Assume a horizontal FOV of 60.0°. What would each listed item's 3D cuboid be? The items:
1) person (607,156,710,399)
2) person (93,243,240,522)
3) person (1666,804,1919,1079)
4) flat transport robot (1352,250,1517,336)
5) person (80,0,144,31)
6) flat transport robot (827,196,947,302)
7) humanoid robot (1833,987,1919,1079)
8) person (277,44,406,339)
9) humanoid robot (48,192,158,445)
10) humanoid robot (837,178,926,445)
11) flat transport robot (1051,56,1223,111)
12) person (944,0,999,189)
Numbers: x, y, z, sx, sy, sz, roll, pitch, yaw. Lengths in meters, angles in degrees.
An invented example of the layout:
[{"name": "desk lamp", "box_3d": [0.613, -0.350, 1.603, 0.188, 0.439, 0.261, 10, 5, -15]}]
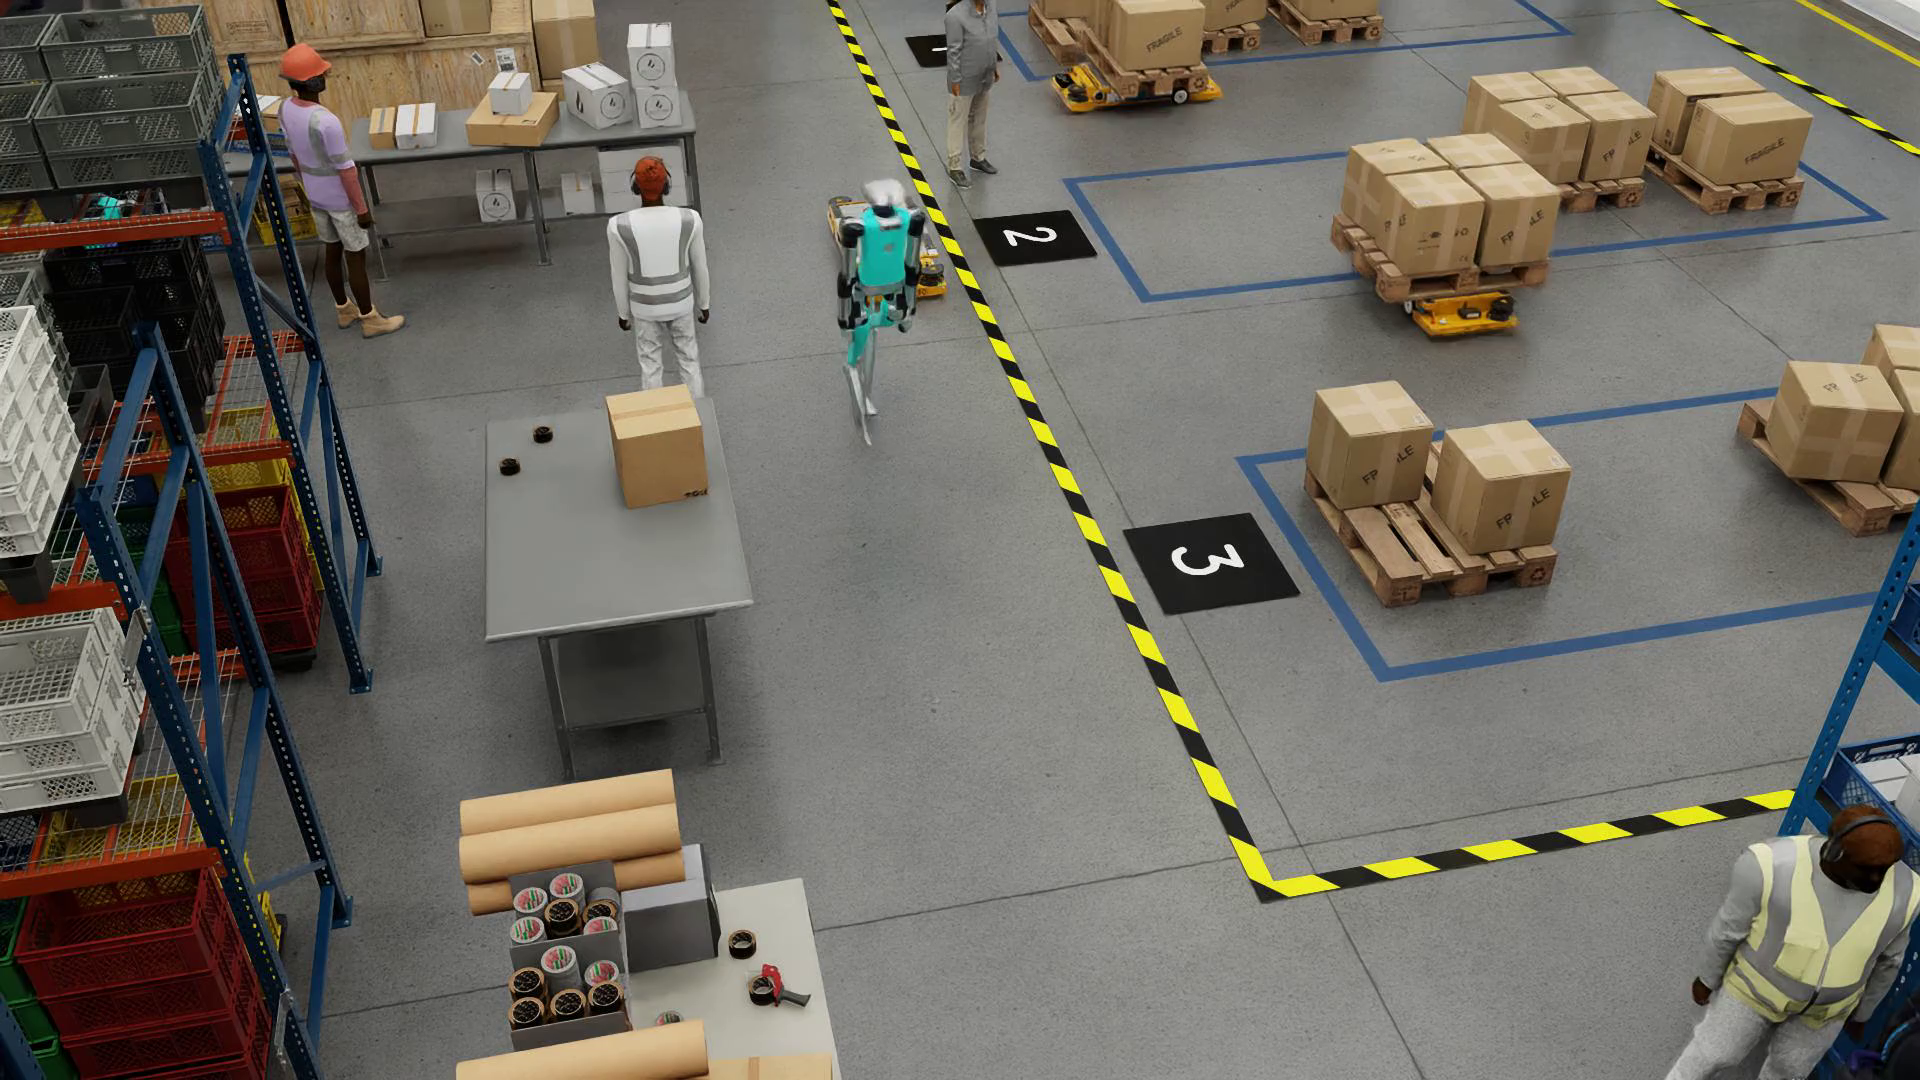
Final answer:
[{"name": "person", "box_3d": [-1.801, -1.425, 10.125, 0.580, 1.878, 0.359, -10, 38, -14]}, {"name": "person", "box_3d": [-4.369, -0.808, 9.234, 0.397, 1.944, 0.616, -22, 42, -27]}, {"name": "person", "box_3d": [3.016, 1.631, 6.057, 0.637, 1.830, 0.429, 8, 37, 11]}, {"name": "flat transport robot", "box_3d": [3.436, -1.944, 12.143, 0.652, 0.197, 1.431, -8, 37, -10]}, {"name": "person", "box_3d": [-8.419, -5.718, 15.962, 0.876, 1.790, 0.598, -8, 37, -10]}, {"name": "flat transport robot", "box_3d": [-0.570, -2.220, 12.538, 0.659, 0.231, 1.431, -8, 37, -10]}, {"name": "humanoid robot", "box_3d": [3.190, 2.004, 5.723, 0.797, 1.622, 0.608, 9, 38, 12]}, {"name": "person", "box_3d": [-4.200, -2.328, 11.194, 0.607, 2.048, 0.365, 24, 43, 28]}, {"name": "humanoid robot", "box_3d": [-5.082, -1.310, 10.002, 0.533, 1.689, 0.744, -5, 37, -6]}, {"name": "humanoid robot", "box_3d": [-0.577, -1.479, 10.325, 0.541, 1.797, 0.767, -16, 39, -20]}, {"name": "flat transport robot", "box_3d": [1.609, -4.175, 15.142, 1.431, 0.197, 0.652, -8, 37, -10]}, {"name": "person", "box_3d": [0.090, -3.734, 13.313, 0.396, 1.770, 0.563, 28, 45, 32]}]
